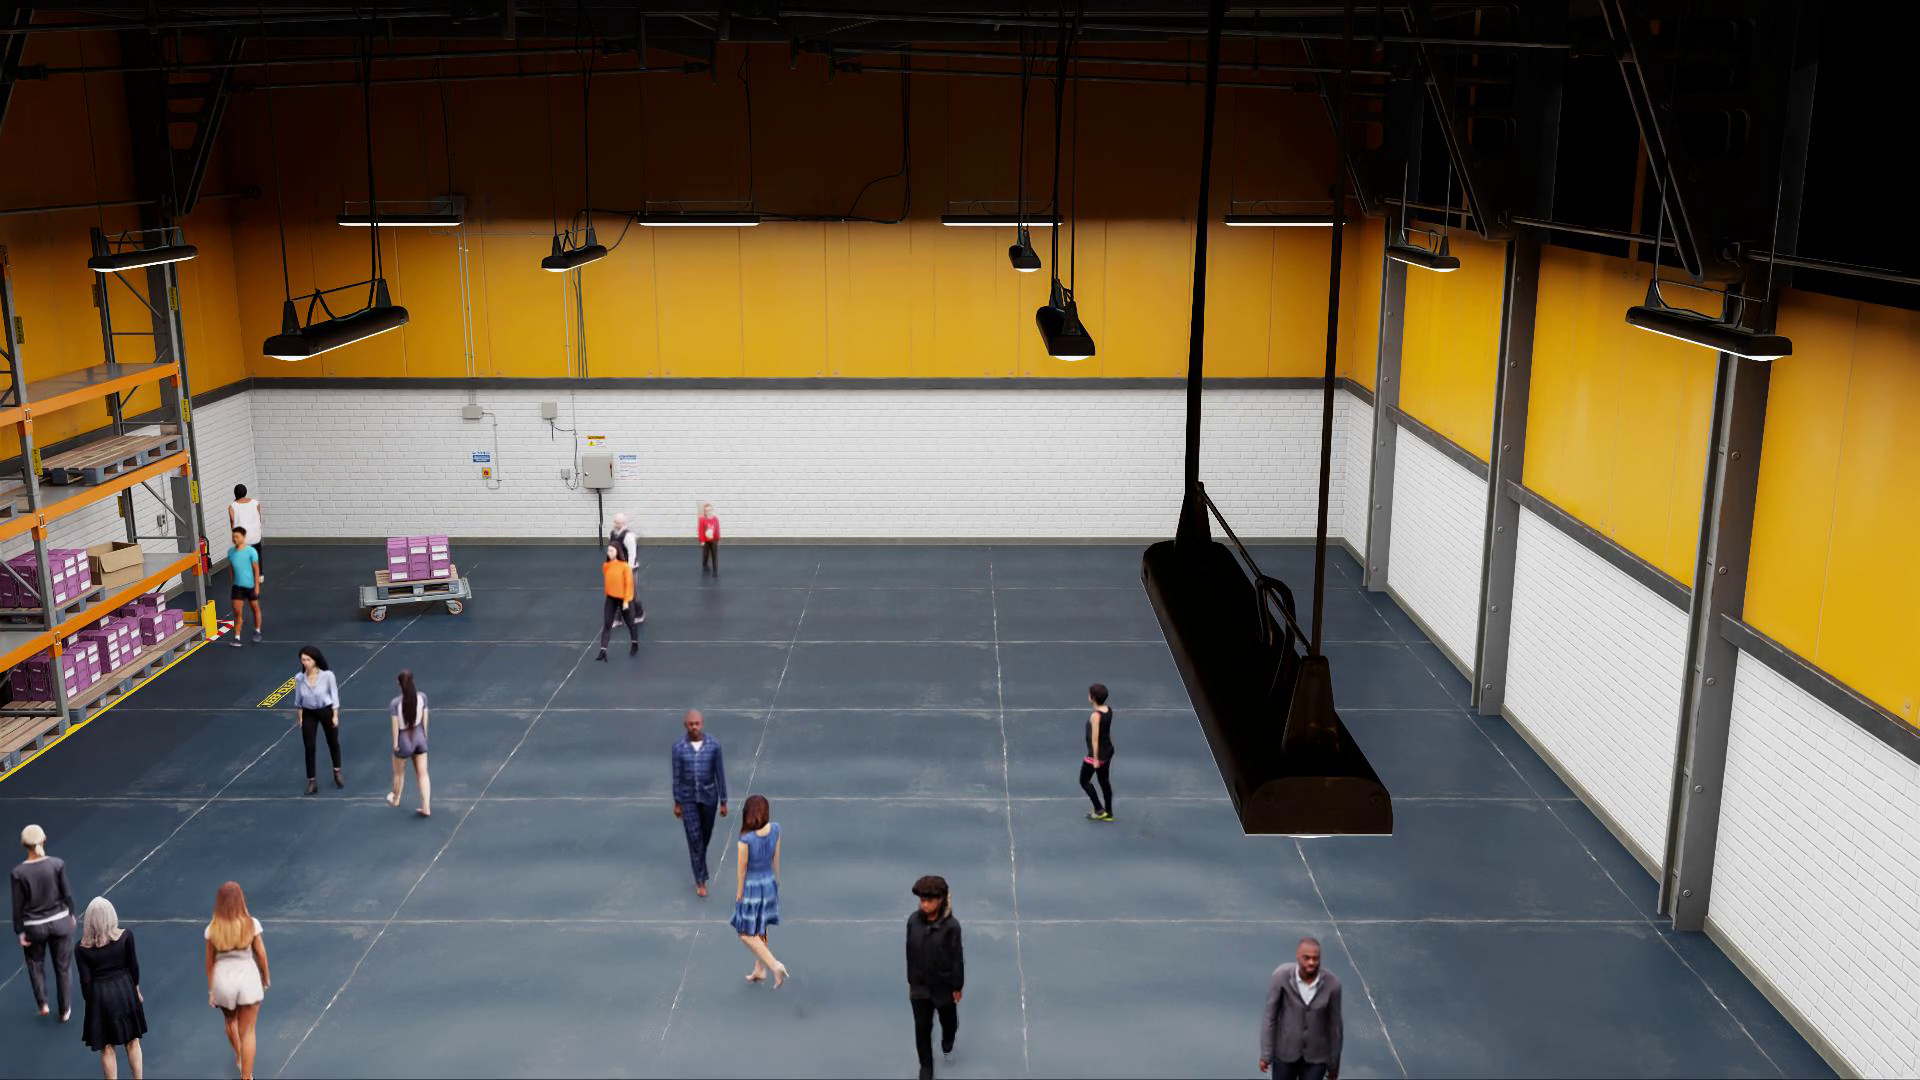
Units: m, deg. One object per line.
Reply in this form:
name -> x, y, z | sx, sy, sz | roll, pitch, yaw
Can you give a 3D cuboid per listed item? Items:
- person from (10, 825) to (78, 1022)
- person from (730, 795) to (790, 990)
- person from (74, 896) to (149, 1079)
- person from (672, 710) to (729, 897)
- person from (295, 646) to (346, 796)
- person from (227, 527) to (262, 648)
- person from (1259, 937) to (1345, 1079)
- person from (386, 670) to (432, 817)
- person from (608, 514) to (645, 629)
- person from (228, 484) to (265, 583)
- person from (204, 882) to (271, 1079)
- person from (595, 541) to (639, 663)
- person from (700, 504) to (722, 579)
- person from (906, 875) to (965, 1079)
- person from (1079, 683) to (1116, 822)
person -> -7.578, 3.213, 13.800 | 0.711, 1.715, 0.733 | -7, 15, -28
person -> -1.680, 3.069, 14.239 | 0.960, 1.788, 0.919 | 10, 17, 36
person -> -6.397, 3.499, 12.553 | 0.697, 1.747, 0.741 | -10, 17, -37
person -> -2.595, 2.535, 16.478 | 0.911, 1.773, 1.238 | -4, 14, -16
person -> -7.222, 1.993, 18.823 | 0.712, 1.722, 0.847 | -3, 14, -14
person -> -10.379, 0.658, 24.285 | 0.654, 1.747, 0.994 | 0, 14, 1
person -> 2.424, 3.633, 11.868 | 0.802, 1.809, 0.867 | 2, 14, 9
person -> -5.918, 2.232, 18.048 | 0.934, 1.623, 1.009 | -13, 19, -42
person -> -5.001, 0.459, 25.031 | 0.954, 1.783, 1.046 | 11, 18, 39
person -> -11.848, -0.113, 27.596 | 0.764, 1.687, 0.796 | -9, 16, -34
person -> -5.568, 3.487, 12.781 | 0.745, 1.662, 0.983 | -4, 14, -15
person -> -4.763, 0.859, 23.540 | 0.889, 1.706, 1.191 | 5, 14, 19
person -> -4.225, 0.005, 28.046 | 0.735, 1.247, 0.996 | -6, 15, -24
person -> -0.181, 3.408, 12.923 | 0.729, 1.749, 1.135 | 2, 14, 10
person -> 1.569, 2.314, 17.894 | 0.744, 1.536, 0.660 | 9, 16, 33
